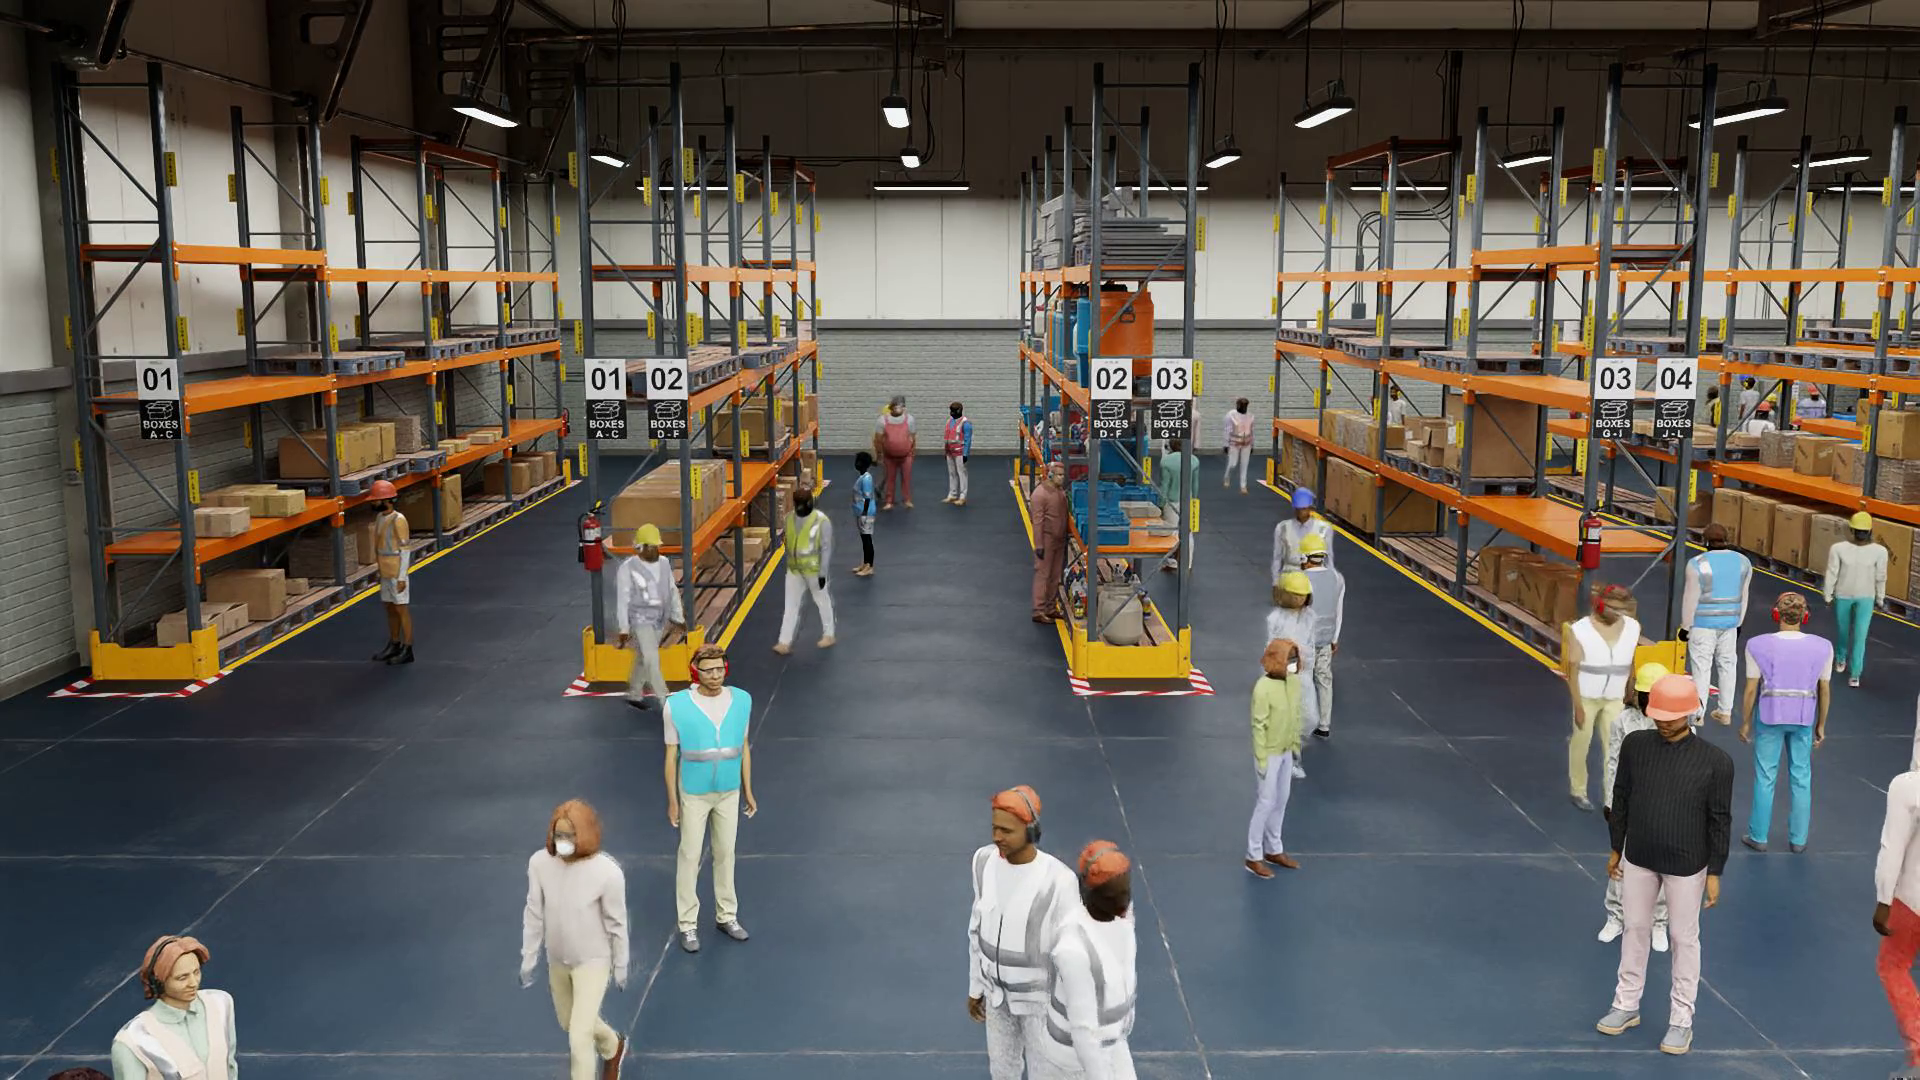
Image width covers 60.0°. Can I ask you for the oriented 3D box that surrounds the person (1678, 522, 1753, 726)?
[{"bbox_3d":[6.746,0.757,14.931,0.619,1.839,0.430,-1,9,-9],"label":"person"}]

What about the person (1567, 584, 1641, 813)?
[{"bbox_3d":[4.741,1.201,12.217,0.582,1.783,0.924,-1,9,-5],"label":"person"}]

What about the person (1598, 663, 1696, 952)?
[{"bbox_3d":[4.096,1.582,9.924,0.493,1.741,0.308,5,10,29],"label":"person"}]

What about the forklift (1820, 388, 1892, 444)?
[{"bbox_3d":[20.072,-3.110,36.462,1.873,2.768,1.129,0,9,0],"label":"forklift"}]

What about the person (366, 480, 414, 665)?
[{"bbox_3d":[-5.931,0.337,17.317,0.376,1.934,0.547,-9,12,-44],"label":"person"}]

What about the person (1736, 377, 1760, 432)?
[{"bbox_3d":[17.527,-2.692,37.010,0.531,1.869,0.310,-3,9,-17],"label":"person"}]

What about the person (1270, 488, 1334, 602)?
[{"bbox_3d":[3.445,0.421,16.782,0.632,1.928,0.468,2,9,15],"label":"person"}]

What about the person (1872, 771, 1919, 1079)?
[{"bbox_3d":[4.794,1.753,8.103,0.651,1.971,0.503,1,9,4],"label":"person"}]

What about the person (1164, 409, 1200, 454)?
[{"bbox_3d":[4.235,-1.834,31.546,0.643,1.874,0.929,-1,9,-6],"label":"person"}]

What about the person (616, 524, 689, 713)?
[{"bbox_3d":[-2.772,0.744,15.153,0.918,1.780,0.604,6,11,33],"label":"person"}]

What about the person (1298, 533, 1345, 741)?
[{"bbox_3d":[3.022,0.847,14.360,0.593,1.833,0.404,-4,10,-26],"label":"person"}]

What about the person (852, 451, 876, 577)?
[{"bbox_3d":[-1.305,-0.358,22.541,0.318,1.700,0.535,-2,9,-11],"label":"person"}]

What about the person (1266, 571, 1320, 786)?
[{"bbox_3d":[2.619,1.094,13.124,0.491,1.731,0.393,-4,10,-22],"label":"person"}]

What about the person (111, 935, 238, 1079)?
[{"bbox_3d":[-2.828,2.232,6.071,0.307,1.641,0.513,4,10,22],"label":"person"}]

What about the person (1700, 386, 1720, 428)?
[{"bbox_3d":[15.833,-2.354,35.090,0.433,1.811,0.763,2,9,13],"label":"person"}]

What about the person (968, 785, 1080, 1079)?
[{"bbox_3d":[0.259,1.954,7.096,0.575,1.880,0.354,8,12,42],"label":"person"}]

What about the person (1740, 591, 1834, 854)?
[{"bbox_3d":[5.727,1.275,11.562,0.566,1.847,0.390,2,9,11],"label":"person"}]

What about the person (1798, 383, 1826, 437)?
[{"bbox_3d":[17.598,-2.277,34.276,0.589,1.929,0.590,0,9,2],"label":"person"}]

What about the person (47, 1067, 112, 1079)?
[{"bbox_3d":[-2.318,2.333,4.525,0.587,1.920,0.392,3,9,19],"label":"person"}]

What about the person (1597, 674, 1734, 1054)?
[{"bbox_3d":[3.660,1.660,8.645,0.392,1.986,0.610,-9,12,-44],"label":"person"}]

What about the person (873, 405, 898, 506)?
[{"bbox_3d":[-1.329,-1.525,29.719,0.614,1.808,0.642,-9,12,-44],"label":"person"}]

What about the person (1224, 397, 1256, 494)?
[{"bbox_3d":[5.258,-1.791,31.344,0.649,1.827,0.555,-2,9,-15],"label":"person"}]

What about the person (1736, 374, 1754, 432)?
[{"bbox_3d":[17.685,-2.801,37.457,0.389,1.949,0.602,3,9,17],"label":"person"}]

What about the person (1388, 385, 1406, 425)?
[{"bbox_3d":[8.982,-2.271,34.361,0.338,1.860,0.498,-6,11,-34],"label":"person"}]

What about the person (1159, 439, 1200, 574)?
[{"bbox_3d":[2.975,-0.504,22.713,0.635,1.937,0.352,-5,10,-27],"label":"person"}]

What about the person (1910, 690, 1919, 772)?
[{"bbox_3d":[6.023,1.469,9.983,0.602,1.949,0.389,0,9,2],"label":"person"}]

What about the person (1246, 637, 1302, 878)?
[{"bbox_3d":[2.122,1.445,11.189,0.286,1.623,0.502,8,12,41],"label":"person"}]

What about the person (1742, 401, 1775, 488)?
[{"bbox_3d":[13.800,-1.431,28.729,0.424,1.928,0.574,-6,10,-32],"label":"person"}]

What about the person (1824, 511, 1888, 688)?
[{"bbox_3d":[8.948,0.549,16.634,0.533,1.727,0.904,5,10,29],"label":"person"}]

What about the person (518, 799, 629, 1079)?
[{"bbox_3d":[-1.766,1.970,7.863,0.502,1.605,0.746,4,10,22],"label":"person"}]

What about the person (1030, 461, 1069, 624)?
[{"bbox_3d":[1.077,0.025,19.461,0.401,1.900,0.647,6,11,33],"label":"person"}]

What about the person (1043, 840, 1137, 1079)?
[{"bbox_3d":[0.586,2.047,6.640,0.830,1.832,0.641,6,11,36],"label":"person"}]

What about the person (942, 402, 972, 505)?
[{"bbox_3d":[-0.068,-1.548,29.742,0.429,1.843,0.629,-7,11,-39],"label":"person"}]

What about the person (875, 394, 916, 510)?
[{"bbox_3d":[-1.120,-1.527,28.965,0.729,2.000,0.537,-1,9,-7],"label":"person"}]

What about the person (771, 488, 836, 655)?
[{"bbox_3d":[-1.655,0.327,17.889,0.631,1.787,0.996,4,10,26],"label":"person"}]

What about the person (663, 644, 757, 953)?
[{"bbox_3d":[-1.506,1.519,9.993,0.563,1.847,0.388,-5,10,-31],"label":"person"}]

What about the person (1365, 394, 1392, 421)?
[{"bbox_3d":[7.757,-1.787,31.029,0.557,1.923,0.391,0,9,3],"label":"person"}]
